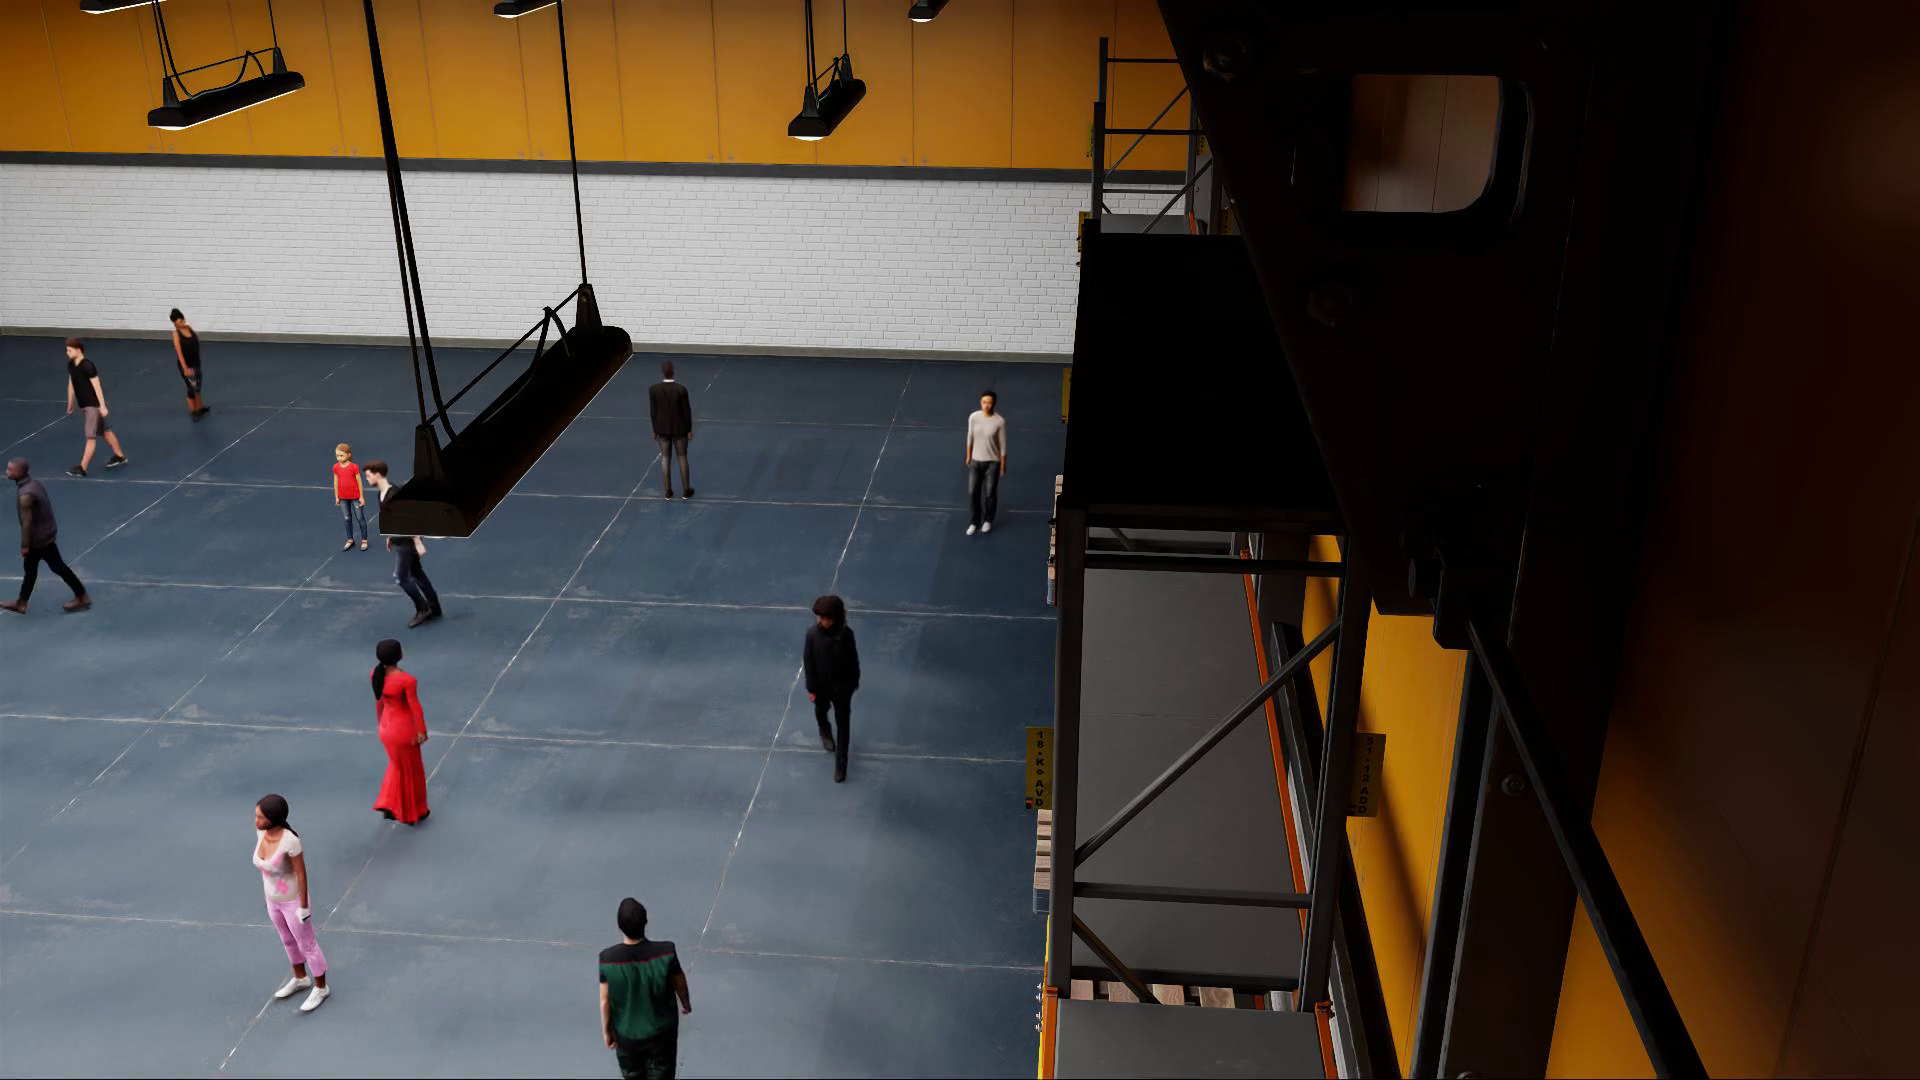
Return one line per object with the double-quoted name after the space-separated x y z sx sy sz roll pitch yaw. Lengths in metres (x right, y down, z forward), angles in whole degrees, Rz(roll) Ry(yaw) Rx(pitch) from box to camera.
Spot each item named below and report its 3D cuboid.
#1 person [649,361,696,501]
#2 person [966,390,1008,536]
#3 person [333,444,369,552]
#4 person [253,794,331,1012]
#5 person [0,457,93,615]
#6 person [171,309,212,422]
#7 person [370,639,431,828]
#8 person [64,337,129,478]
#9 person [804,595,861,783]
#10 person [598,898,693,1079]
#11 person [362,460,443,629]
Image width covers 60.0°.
-3.615 -1.378 20.907 0.661 1.802 0.564 1 24 1 "person"
0.340 -0.979 19.991 0.777 1.805 0.822 8 25 17 "person"
-7.165 -0.517 19.552 0.500 1.310 0.492 1 24 1 "person"
-4.812 2.582 11.926 0.659 1.741 0.658 14 27 29 "person"
-9.762 -0.032 17.844 1.148 1.790 1.199 -11 26 -23 "person"
-10.993 -2.538 23.741 0.823 1.658 0.491 0 24 -1 "person"
-4.772 1.667 13.977 0.746 1.774 0.819 10 26 22 "person"
-11.294 -1.777 21.797 1.065 1.821 1.258 15 28 31 "person"
-1.168 1.234 15.010 0.802 1.739 1.193 -4 24 -8 "person"
-1.978 3.154 10.469 0.845 1.860 1.168 -2 24 -5 "person"
-5.801 0.025 17.648 0.979 1.842 0.924 -16 28 -33 "person"
